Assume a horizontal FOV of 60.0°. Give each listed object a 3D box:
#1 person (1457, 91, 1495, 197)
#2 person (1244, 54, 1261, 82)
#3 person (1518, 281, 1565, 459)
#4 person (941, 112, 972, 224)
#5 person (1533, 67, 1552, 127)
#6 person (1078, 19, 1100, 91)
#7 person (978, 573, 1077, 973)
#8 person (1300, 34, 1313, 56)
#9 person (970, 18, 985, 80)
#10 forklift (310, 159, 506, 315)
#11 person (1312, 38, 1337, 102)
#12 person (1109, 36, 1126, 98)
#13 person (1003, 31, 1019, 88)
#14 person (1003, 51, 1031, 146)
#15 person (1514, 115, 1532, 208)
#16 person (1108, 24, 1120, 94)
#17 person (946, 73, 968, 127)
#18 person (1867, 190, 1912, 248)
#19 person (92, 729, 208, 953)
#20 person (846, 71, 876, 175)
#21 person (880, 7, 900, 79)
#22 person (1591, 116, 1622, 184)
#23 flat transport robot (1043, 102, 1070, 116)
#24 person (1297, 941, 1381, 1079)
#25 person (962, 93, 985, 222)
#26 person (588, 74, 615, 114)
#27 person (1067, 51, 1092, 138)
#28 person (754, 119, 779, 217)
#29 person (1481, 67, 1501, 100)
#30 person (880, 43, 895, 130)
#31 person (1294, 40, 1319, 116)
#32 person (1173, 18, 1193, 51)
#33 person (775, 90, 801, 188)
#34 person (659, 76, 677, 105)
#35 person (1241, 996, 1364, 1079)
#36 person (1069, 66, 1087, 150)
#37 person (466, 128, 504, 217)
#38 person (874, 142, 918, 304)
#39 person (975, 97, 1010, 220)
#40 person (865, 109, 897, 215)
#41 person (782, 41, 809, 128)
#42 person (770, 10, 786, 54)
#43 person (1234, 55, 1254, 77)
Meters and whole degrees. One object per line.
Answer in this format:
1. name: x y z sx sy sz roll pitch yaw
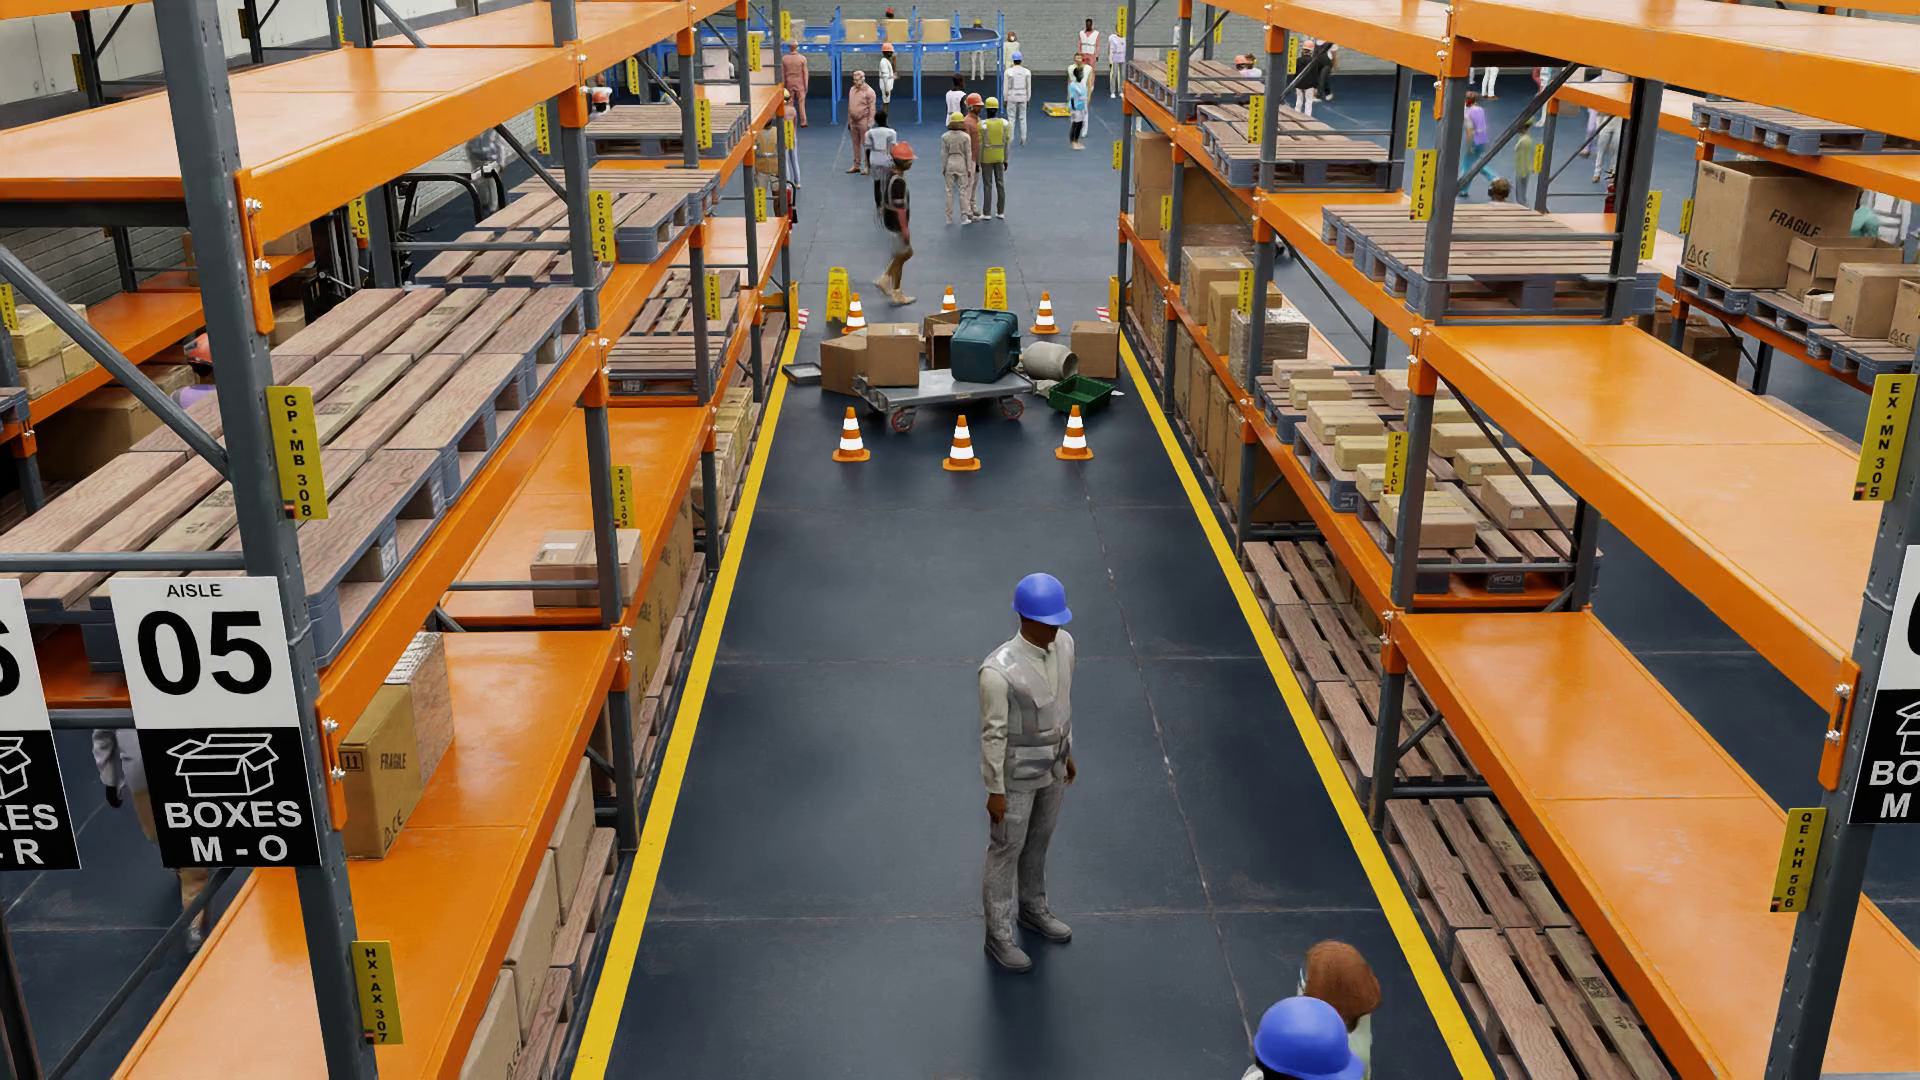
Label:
1. person: 8.933 -6.803 28.657 0.728 1.811 0.593 18 27 40
2. person: 6.146 -9.424 35.514 0.498 1.865 0.325 8 22 21
3. person: 5.292 -1.535 14.979 0.507 1.631 0.268 -3 21 -7
4. person: -0.052 -5.879 26.310 0.488 1.740 0.319 6 21 15
5. person: 13.463 -10.460 38.145 0.412 1.938 0.605 6 21 14
6. person: 3.558 -13.432 46.027 0.600 1.917 0.377 8 22 20
7. person: 0.333 1.052 7.703 0.405 1.945 0.615 17 26 37
8. person: 9.927 -14.079 47.695 0.402 1.948 0.607 10 23 25
9. person: 0.515 -14.459 48.994 0.491 1.737 0.313 -2 21 -6
10. forklift: -5.622 -2.910 17.832 2.313 2.155 1.214 -1 21 -1
11. person: 9.528 -12.494 43.379 0.972 2.000 0.699 -15 25 -34
12. person: 4.250 -12.726 44.149 0.594 1.924 0.383 -7 22 -17
13. person: 1.391 -13.004 45.291 0.504 1.632 0.269 -9 22 -22
14. person: 1.202 -9.298 35.081 0.601 1.940 0.418 -6 22 -16
15. person: 8.730 -5.704 25.864 0.394 1.723 0.667 6 22 16
16. person: 4.270 -13.086 45.218 0.564 1.841 0.395 17 26 37
17. person: -0.044 -7.612 30.640 0.392 1.922 0.591 -15 25 -34
18. person: 11.516 -3.859 20.805 0.717 1.865 0.606 -11 23 -27
19. person: -3.836 1.054 8.016 0.566 1.724 0.772 -6 22 -16
20. person: -1.882 -7.848 31.290 0.640 1.905 0.410 17 26 37
21. person: -2.048 -14.638 49.044 0.614 2.038 0.396 5 21 13
22. person: 11.872 -7.465 30.226 0.627 1.941 0.373 9 22 22
23. flat transport robot: 2.435 -10.534 40.658 0.652 0.197 1.431 -2 21 -5
24. person: 1.220 2.041 5.543 0.301 1.629 0.526 6 21 14
25. person: 0.210 -6.119 26.590 0.376 1.995 0.612 7 22 19
26. person: -7.238 -8.601 33.666 0.541 1.620 0.449 -3 21 -7
27. person: 2.619 -9.745 36.399 0.562 1.838 0.388 10 23 25
28. person: -2.944 -5.693 25.545 0.544 1.939 0.355 -2 21 -6
29. person: 14.034 -12.605 43.832 0.365 1.933 0.628 -6 22 -17
30. person: -1.629 -10.189 37.429 0.361 1.938 0.545 0 21 -1
31. person: 7.751 -10.155 37.255 0.612 1.997 0.375 18 27 40
32. person: 6.520 -14.431 48.724 0.580 1.879 0.370 -3 21 -9
33. person: -3.106 -7.122 29.579 0.362 1.759 0.524 16 26 36
34. person: -5.424 -7.674 30.916 0.429 1.843 0.627 -3 21 -9
35. person: 0.897 2.154 4.791 0.388 1.946 0.603 3 21 8
36. person: 2.446 -8.969 34.548 0.321 1.697 0.539 14 25 32
37. person: -7.661 -6.130 26.852 0.603 1.820 0.425 -1 21 -3
38. person: -0.757 -3.939 20.777 0.472 2.028 0.646 -3 21 -8
39. person: 0.511 -6.105 26.648 0.585 1.928 0.365 -9 23 -23
40. person: -1.265 -6.161 27.120 0.552 1.682 0.435 4 21 9
41. person: -3.762 -10.426 38.097 0.643 1.909 0.400 6 21 14
42. person: -5.335 -14.487 48.710 0.563 1.992 0.658 -11 23 -26
43. person: 5.971 -9.154 34.781 0.562 1.896 0.817 -10 23 -25
